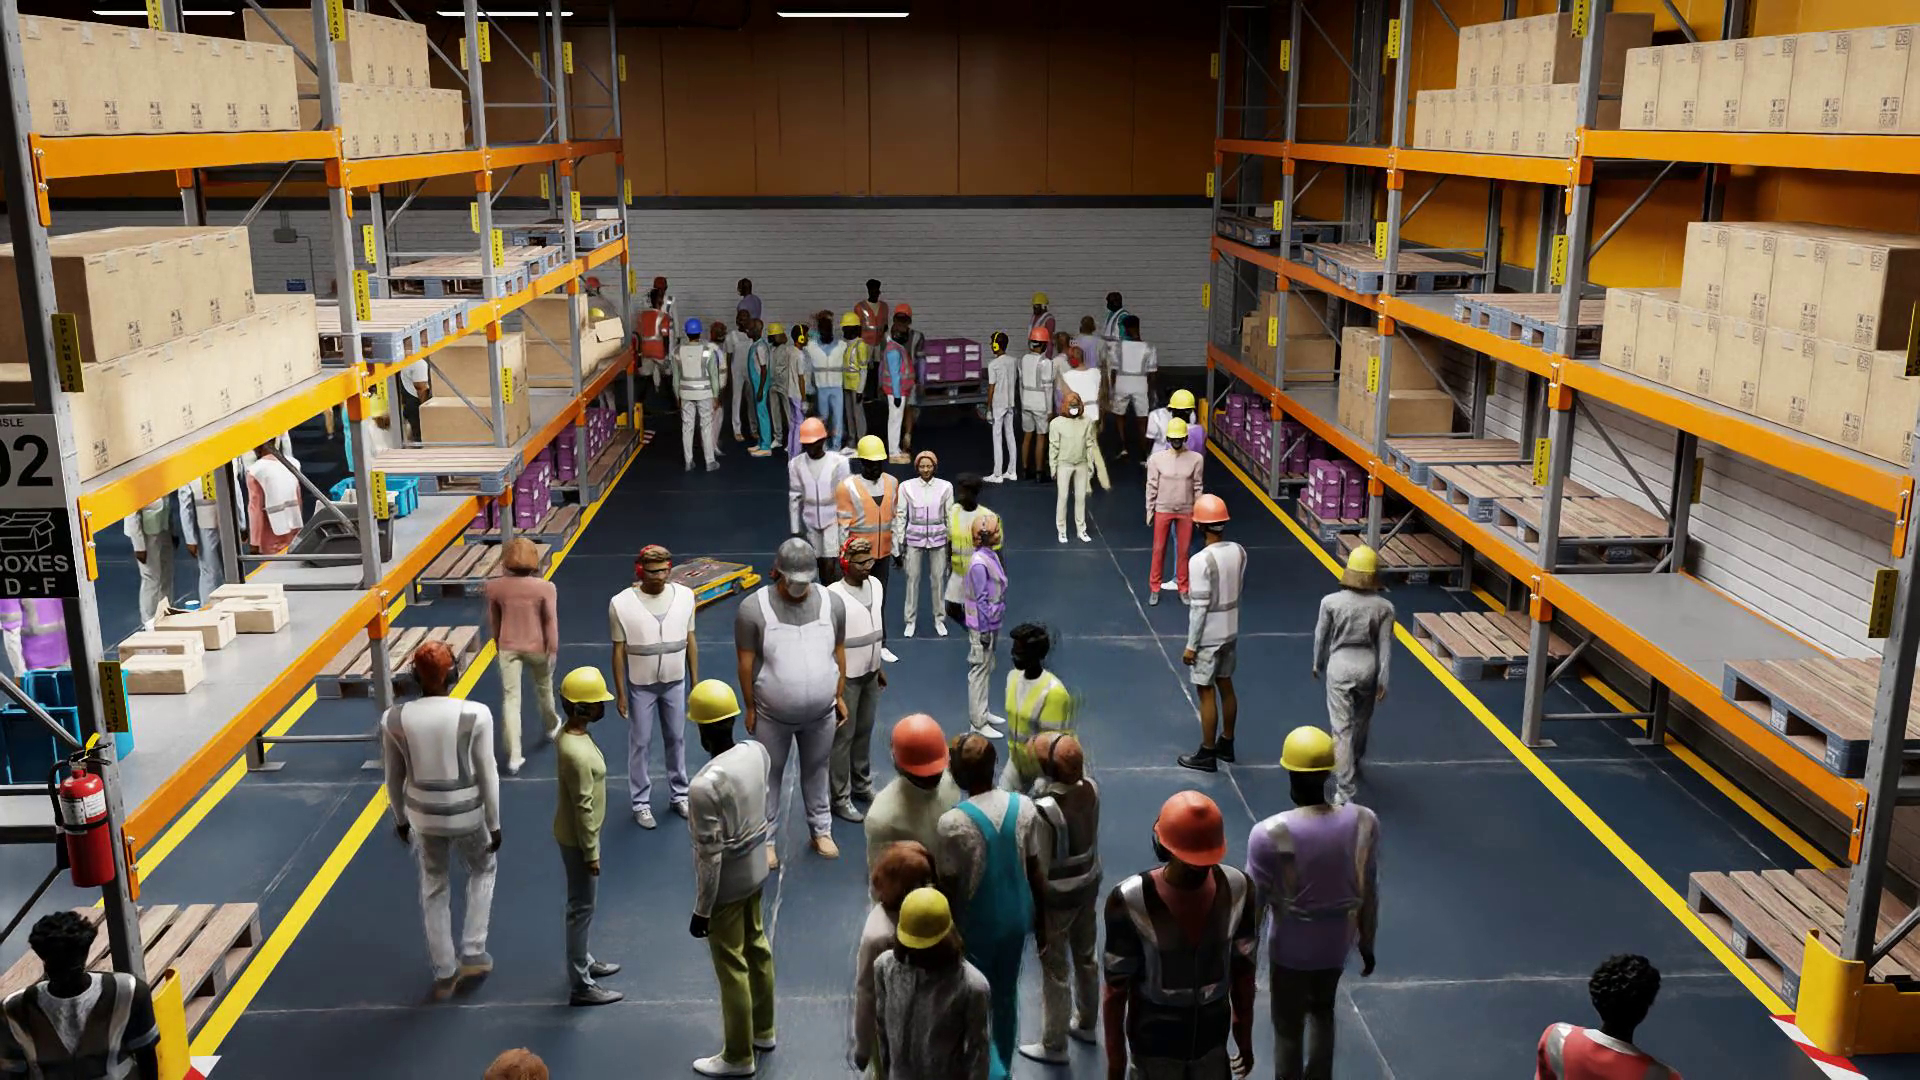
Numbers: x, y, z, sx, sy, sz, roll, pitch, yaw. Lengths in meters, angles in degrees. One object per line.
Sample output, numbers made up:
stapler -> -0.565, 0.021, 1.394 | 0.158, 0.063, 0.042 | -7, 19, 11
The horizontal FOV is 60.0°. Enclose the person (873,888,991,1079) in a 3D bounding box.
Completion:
person -> -0.113, 2.074, 6.293 | 0.489, 1.686, 0.914 | 5, 15, 20

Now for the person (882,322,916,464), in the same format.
person -> -0.792, -1.923, 21.670 | 0.429, 1.840, 0.629 | 0, 14, 1

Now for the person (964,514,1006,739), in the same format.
person -> 0.184, 0.614, 12.099 | 0.309, 1.645, 0.514 | 1, 14, 5

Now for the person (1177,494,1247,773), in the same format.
person -> 1.714, 0.638, 11.427 | 0.376, 1.934, 0.547 | 13, 20, 42

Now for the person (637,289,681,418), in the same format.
person -> -4.541, -2.822, 25.075 | 0.666, 1.897, 0.965 | 8, 16, 27

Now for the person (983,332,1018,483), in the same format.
person -> 0.511, -1.631, 20.491 | 0.509, 1.860, 0.333 | -13, 19, -42

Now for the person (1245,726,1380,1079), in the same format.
person -> 1.488, 1.729, 7.182 | 0.634, 1.913, 0.425 | -4, 15, -14

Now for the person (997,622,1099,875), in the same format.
person -> 0.452, 1.263, 9.530 | 0.852, 1.655, 0.531 | -11, 18, -37

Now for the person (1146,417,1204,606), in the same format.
person -> 1.971, -0.256, 15.272 | 0.533, 1.767, 0.324 | 0, 14, -1

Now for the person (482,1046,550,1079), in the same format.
person -> -1.429, 2.387, 5.198 | 0.514, 1.610, 0.600 | 3, 15, 13

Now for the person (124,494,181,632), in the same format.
person -> -6.870, -0.038, 14.144 | 0.409, 1.908, 0.597 | 1, 14, 3

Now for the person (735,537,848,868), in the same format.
person -> -0.973, 0.959, 9.954 | 0.676, 2.000, 0.536 | -5, 15, -19

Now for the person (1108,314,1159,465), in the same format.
person -> 2.240, -1.943, 21.558 | 0.686, 1.938, 0.430 | 2, 14, 9

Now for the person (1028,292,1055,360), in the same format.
person -> 1.239, -2.883, 25.481 | 0.404, 1.825, 0.612 | -5, 15, -19

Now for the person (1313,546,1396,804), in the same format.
person -> 2.592, 0.865, 11.029 | 0.496, 1.687, 0.931 | 1, 14, 3

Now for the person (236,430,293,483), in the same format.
person -> -7.240, -0.809, 17.222 | 0.626, 1.873, 0.578 | -10, 17, -33

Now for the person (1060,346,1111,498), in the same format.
person -> 1.447, -1.396, 19.677 | 0.616, 1.806, 0.453 | -9, 17, -32

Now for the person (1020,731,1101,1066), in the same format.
person -> 0.491, 1.691, 7.886 | 0.314, 1.636, 0.521 | 11, 18, 37

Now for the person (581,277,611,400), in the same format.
person -> -5.787, -3.185, 26.355 | 0.634, 1.971, 0.653 | 10, 17, 34

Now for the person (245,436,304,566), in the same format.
person -> -5.833, -0.065, 14.250 | 0.388, 1.904, 0.603 | 4, 15, 16

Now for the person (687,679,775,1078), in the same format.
person -> -1.091, 1.577, 7.764 | 0.384, 1.921, 0.591 | 6, 15, 22

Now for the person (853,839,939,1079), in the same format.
person -> -0.321, 1.965, 6.841 | 0.489, 1.617, 0.506 | 6, 16, 23

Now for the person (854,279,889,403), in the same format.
person -> -1.376, -3.135, 26.205 | 0.599, 1.958, 0.377 | -9, 17, -30

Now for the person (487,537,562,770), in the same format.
person -> -3.041, 0.755, 11.659 | 0.501, 1.586, 0.859 | -1, 14, -3

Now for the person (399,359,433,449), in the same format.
person -> -6.541, -1.648, 20.188 | 0.536, 2.000, 0.684 | -11, 18, -36

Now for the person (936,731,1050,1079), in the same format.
person -> 0.188, 1.754, 7.301 | 0.556, 1.815, 0.663 | -7, 16, -27

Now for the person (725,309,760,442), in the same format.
person -> -2.993, -2.284, 23.091 | 0.501, 1.841, 0.349 | -7, 16, -25

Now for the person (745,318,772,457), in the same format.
person -> -2.671, -2.026, 22.064 | 0.326, 1.843, 0.515 | -3, 15, -13

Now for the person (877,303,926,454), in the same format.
person -> -0.779, -2.162, 22.321 | 0.644, 1.999, 1.003 | 0, 14, 1

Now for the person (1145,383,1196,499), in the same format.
person -> 2.242, -0.831, 17.724 | 0.552, 1.673, 0.730 | 1, 14, 4

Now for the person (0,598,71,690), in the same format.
person -> -5.984, 0.769, 10.916 | 0.376, 1.934, 0.546 | 4, 15, 17
